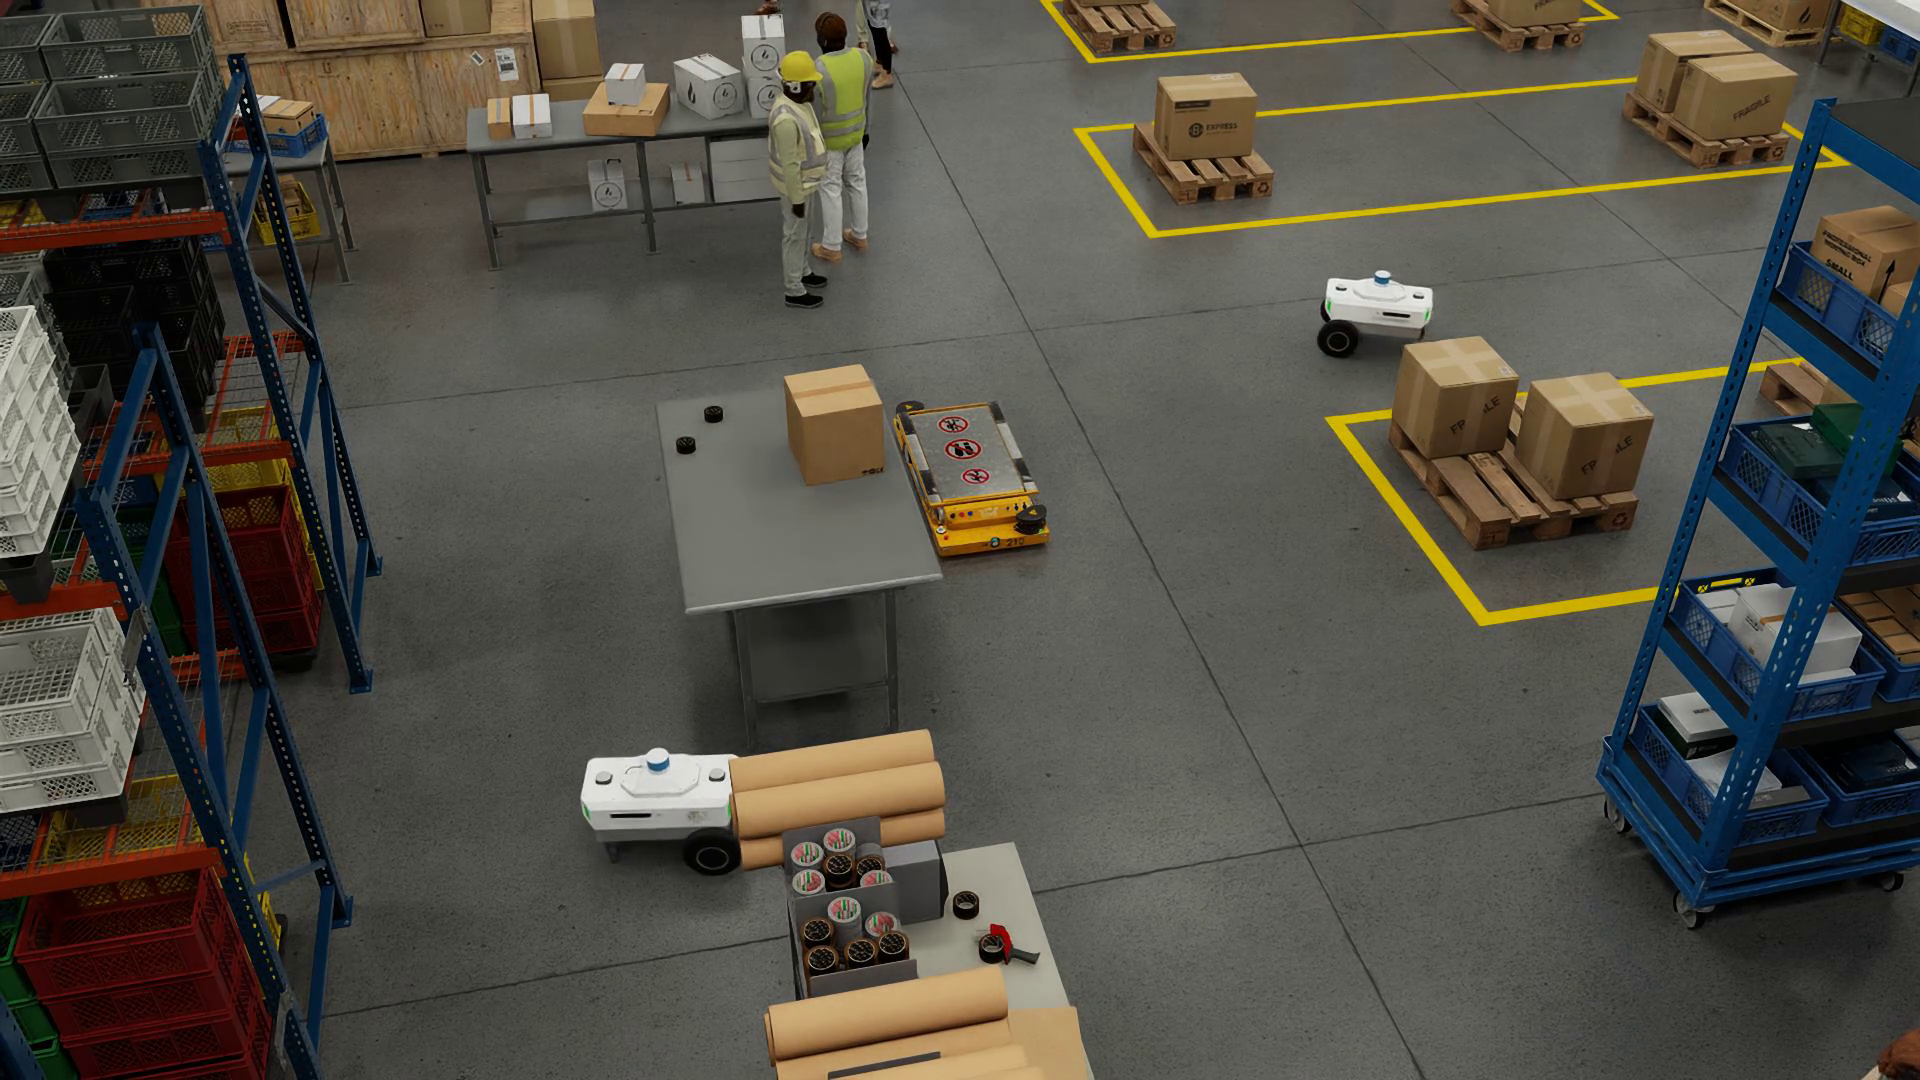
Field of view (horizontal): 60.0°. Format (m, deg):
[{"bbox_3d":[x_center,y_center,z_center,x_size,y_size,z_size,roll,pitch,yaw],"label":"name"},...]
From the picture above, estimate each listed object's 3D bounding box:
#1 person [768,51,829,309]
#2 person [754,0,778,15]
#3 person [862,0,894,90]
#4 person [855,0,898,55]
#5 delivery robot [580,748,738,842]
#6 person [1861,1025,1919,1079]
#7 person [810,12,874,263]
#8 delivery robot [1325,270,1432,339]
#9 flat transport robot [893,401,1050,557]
[{"bbox_3d":[-1.118,-2.524,11.636,0.403,1.824,0.597,2,37,3],"label":"person"},{"bbox_3d":[-1.861,-6.248,16.612,0.770,1.868,0.661,-30,46,-34],"label":"person"},{"bbox_3d":[-0.793,-4.932,14.982,0.326,1.689,0.538,-8,37,-10],"label":"person"},{"bbox_3d":[-0.800,-5.461,15.560,0.516,1.855,0.340,-15,39,-20],"label":"person"},{"bbox_3d":[-1.370,1.165,7.653,0.707,0.478,0.477,-1,37,-2],"label":"delivery robot"},{"bbox_3d":[2.933,2.149,5.502,0.514,1.640,0.314,-27,44,-31],"label":"person"},{"bbox_3d":[-0.912,-2.945,12.181,0.636,1.842,0.429,-30,46,-34],"label":"person"},{"bbox_3d":[2.860,-1.606,11.378,0.707,0.478,0.477,7,37,10],"label":"delivery robot"},{"bbox_3d":[0.046,-0.430,10.108,0.652,0.197,1.431,-8,37,-10],"label":"flat transport robot"}]
